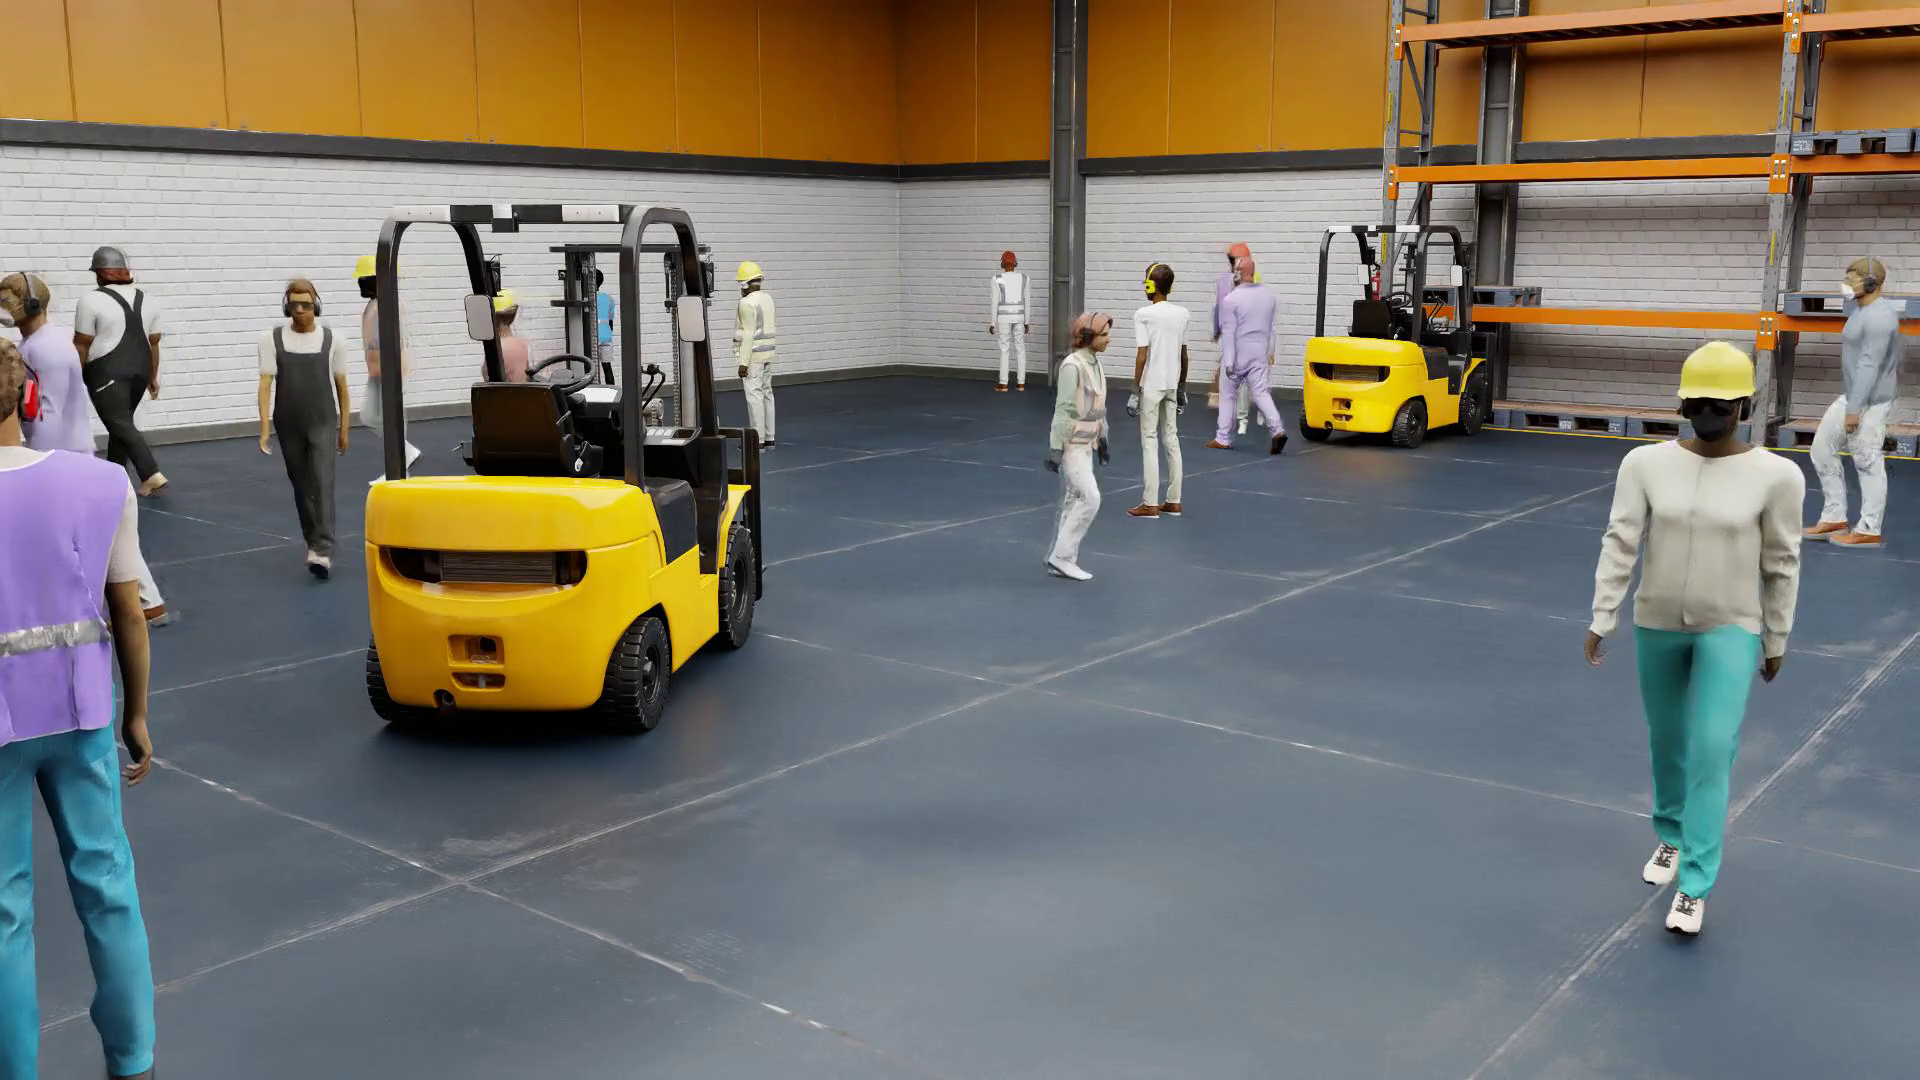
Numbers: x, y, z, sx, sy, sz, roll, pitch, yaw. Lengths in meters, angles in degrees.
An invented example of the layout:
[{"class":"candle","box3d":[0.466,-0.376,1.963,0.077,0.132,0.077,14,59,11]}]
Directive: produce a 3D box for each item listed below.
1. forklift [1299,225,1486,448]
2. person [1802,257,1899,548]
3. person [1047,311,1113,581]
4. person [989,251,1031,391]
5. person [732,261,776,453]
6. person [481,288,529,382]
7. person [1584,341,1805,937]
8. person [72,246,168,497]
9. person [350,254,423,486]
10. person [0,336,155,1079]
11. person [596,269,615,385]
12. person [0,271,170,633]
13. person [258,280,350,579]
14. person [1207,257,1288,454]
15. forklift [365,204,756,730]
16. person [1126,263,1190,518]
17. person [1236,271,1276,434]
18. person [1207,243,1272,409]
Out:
[{"class":"forklift","box3d":[4.449,-2.115,16.993,1.214,2.155,2.313,8,13,38]},{"class":"person","box3d":[5.867,-0.899,11.005,0.631,1.919,0.661,3,11,17]},{"class":"person","box3d":[0.696,-0.538,9.842,0.407,1.615,0.579,5,11,25]},{"class":"person","box3d":[0.676,-2.947,22.465,0.572,1.884,0.354,-3,11,-18]},{"class":"person","box3d":[-1.984,-1.754,16.003,0.403,1.828,0.596,3,11,19]},{"class":"person","box3d":[-2.801,-0.717,10.494,0.513,1.754,0.527,1,10,7]},{"class":"person","box3d":[2.181,0.284,4.989,0.542,1.735,0.842,7,13,36]},{"class":"person","box3d":[-6.687,-1.364,13.259,0.981,2.000,0.683,4,11,20]},{"class":"person","box3d":[-4.774,-1.396,13.787,0.456,1.915,0.586,-8,13,-36]},{"class":"person","box3d":[-2.118,0.451,3.763,0.562,1.838,0.390,-10,14,-43]},{"class":"person","box3d":[-4.350,-2.393,19.913,0.316,1.695,0.541,7,12,33]},{"class":"person","box3d":[-4.603,-0.408,8.428,1.042,1.886,0.652,-8,13,-39]},{"class":"person","box3d":[-3.970,-0.672,10.106,0.507,1.788,0.979,-3,11,-15]},{"class":"person","box3d":[2.776,-1.760,15.924,0.639,1.876,0.912,-5,11,-27]},{"class":"forklift","box3d":[-1.766,-0.406,7.525,1.214,2.155,2.313,1,10,7]},{"class":"person","box3d":[1.450,-1.092,12.234,0.538,1.866,0.313,-6,12,-32]},{"class":"person","box3d":[3.123,-2.013,17.729,0.491,1.722,0.721,3,11,15]},{"class":"person","box3d":[3.416,-2.584,20.156,1.007,1.986,0.626,-3,11,-18]}]
